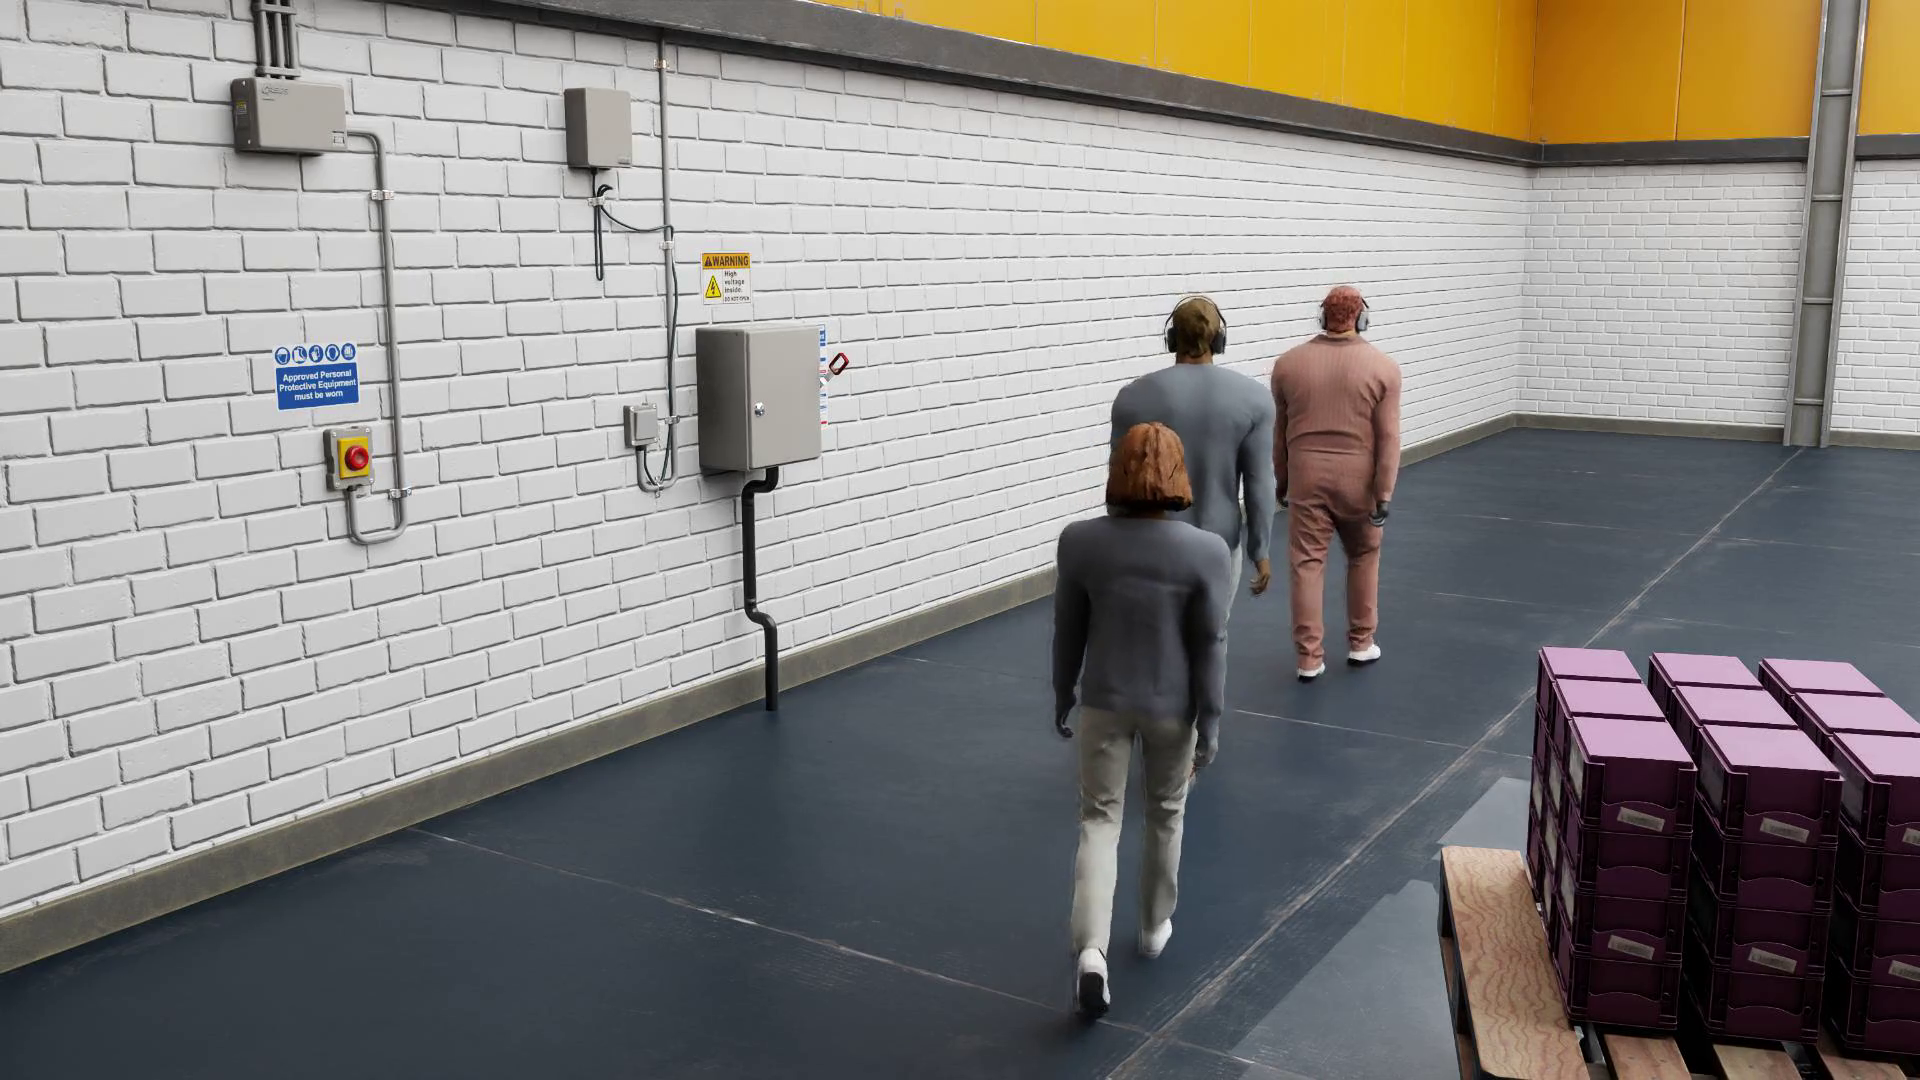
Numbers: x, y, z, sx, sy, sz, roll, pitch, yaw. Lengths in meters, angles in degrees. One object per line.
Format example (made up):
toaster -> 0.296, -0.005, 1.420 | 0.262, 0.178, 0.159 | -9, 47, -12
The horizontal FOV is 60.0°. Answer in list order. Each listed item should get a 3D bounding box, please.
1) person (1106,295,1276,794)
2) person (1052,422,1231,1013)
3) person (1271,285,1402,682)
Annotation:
person -> 0.898, -0.010, 6.548 | 0.649, 1.883, 1.046 | 2, 10, 9
person -> 0.486, 0.477, 4.630 | 0.504, 1.606, 0.764 | 2, 11, 13
person -> 1.832, -0.286, 8.085 | 0.654, 1.877, 0.797 | 4, 11, 23
